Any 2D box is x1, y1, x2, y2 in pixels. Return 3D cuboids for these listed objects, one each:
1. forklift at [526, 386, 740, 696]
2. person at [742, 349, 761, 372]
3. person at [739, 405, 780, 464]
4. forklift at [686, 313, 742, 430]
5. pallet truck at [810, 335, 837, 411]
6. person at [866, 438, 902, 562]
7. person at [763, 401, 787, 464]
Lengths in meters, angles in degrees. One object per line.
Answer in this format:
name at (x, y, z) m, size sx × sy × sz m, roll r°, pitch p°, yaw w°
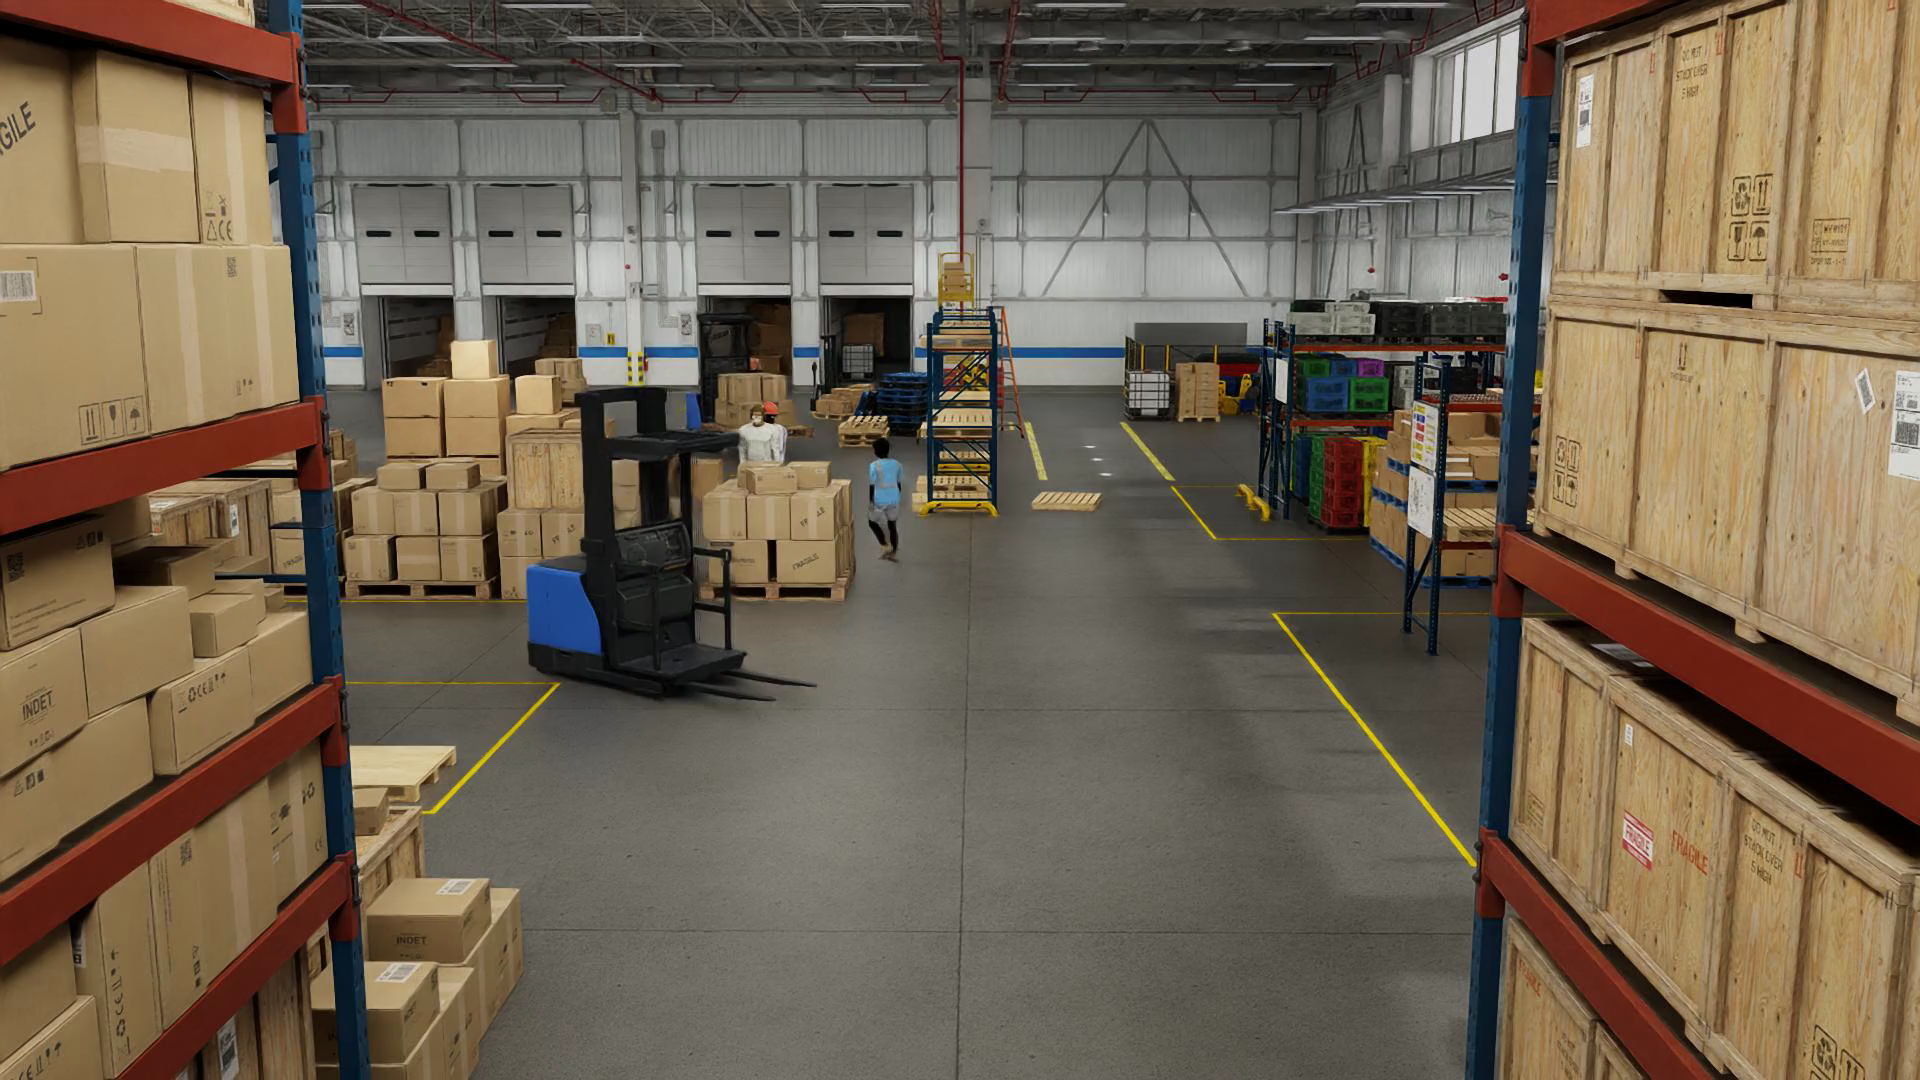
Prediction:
forklift at (-3.244, -0.074, 16.127) m, size 1.873 × 2.768 × 1.129 m, roll 6°, pitch 12°, yaw 33°
person at (-5.400, -4.132, 43.029) m, size 0.566 × 1.659 × 0.446 m, roll -6°, pitch 12°, yaw -32°
person at (-2.934, -1.026, 24.390) m, size 0.623 × 1.931 × 0.374 m, roll 2°, pitch 10°, yaw 13°
forklift at (-5.157, -3.490, 35.836) m, size 1.129 × 2.768 × 1.873 m, roll -5°, pitch 11°, yaw -27°
pallet truck at (-3.021, -4.312, 43.126) m, size 1.885 × 1.965 × 0.823 m, roll 3°, pitch 10°, yaw 17°
person at (-1.003, -0.529, 22.201) m, size 0.556 × 1.680 × 0.371 m, roll -7°, pitch 12°, yaw -36°
person at (-2.802, -1.081, 24.645) m, size 0.352 × 1.942 × 0.546 m, roll 7°, pitch 12°, yaw 35°
